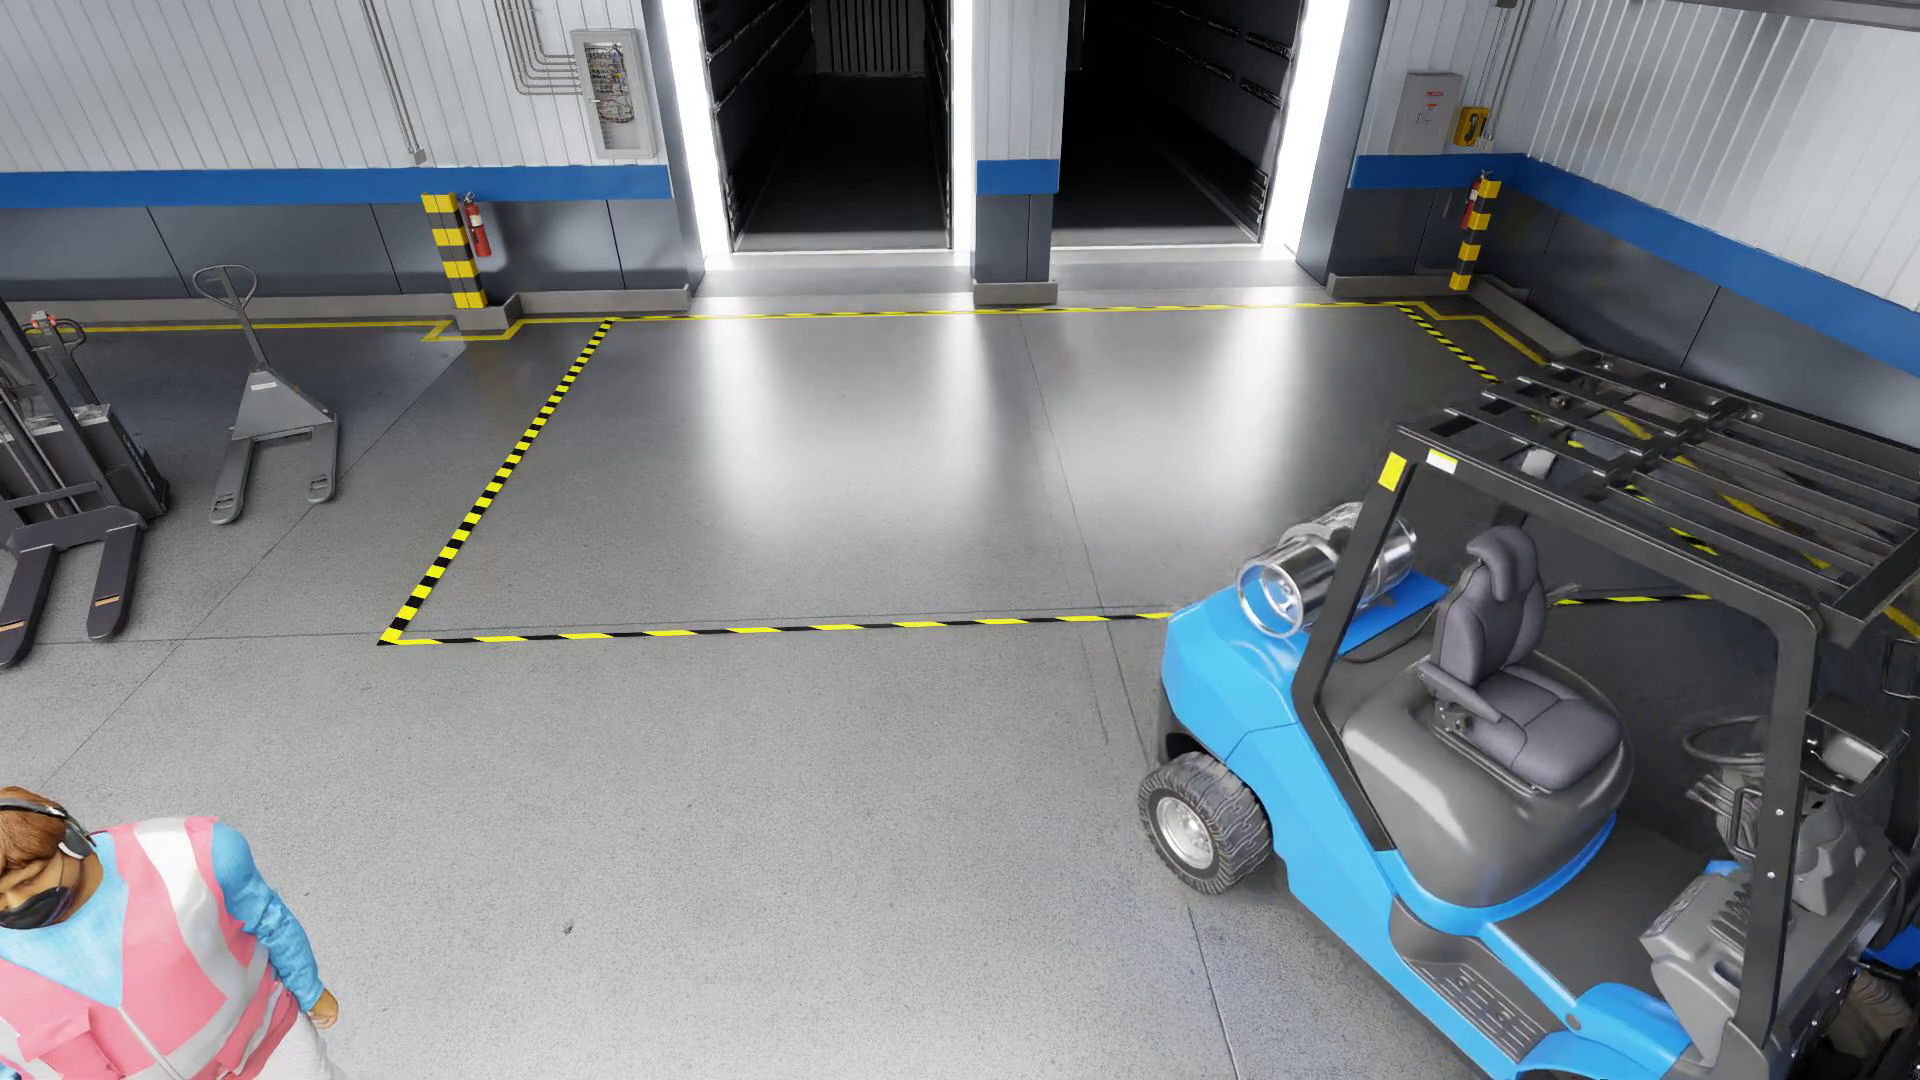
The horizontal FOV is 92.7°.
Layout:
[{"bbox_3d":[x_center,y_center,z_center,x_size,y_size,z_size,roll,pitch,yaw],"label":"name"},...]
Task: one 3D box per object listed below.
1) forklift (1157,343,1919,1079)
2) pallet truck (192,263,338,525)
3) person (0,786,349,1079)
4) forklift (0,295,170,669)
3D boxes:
[{"bbox_3d":[1.907,0.610,2.803,1.157,2.036,2.680,-21,40,-27],"label":"forklift"},{"bbox_3d":[-4.778,-1.027,6.128,0.680,1.201,1.601,-17,38,-23],"label":"pallet truck"},{"bbox_3d":[-1.905,1.283,2.282,0.429,1.844,0.626,28,44,34],"label":"person"},{"bbox_3d":[-5.212,-0.618,4.878,0.823,1.965,1.885,-20,39,-26],"label":"forklift"}]
